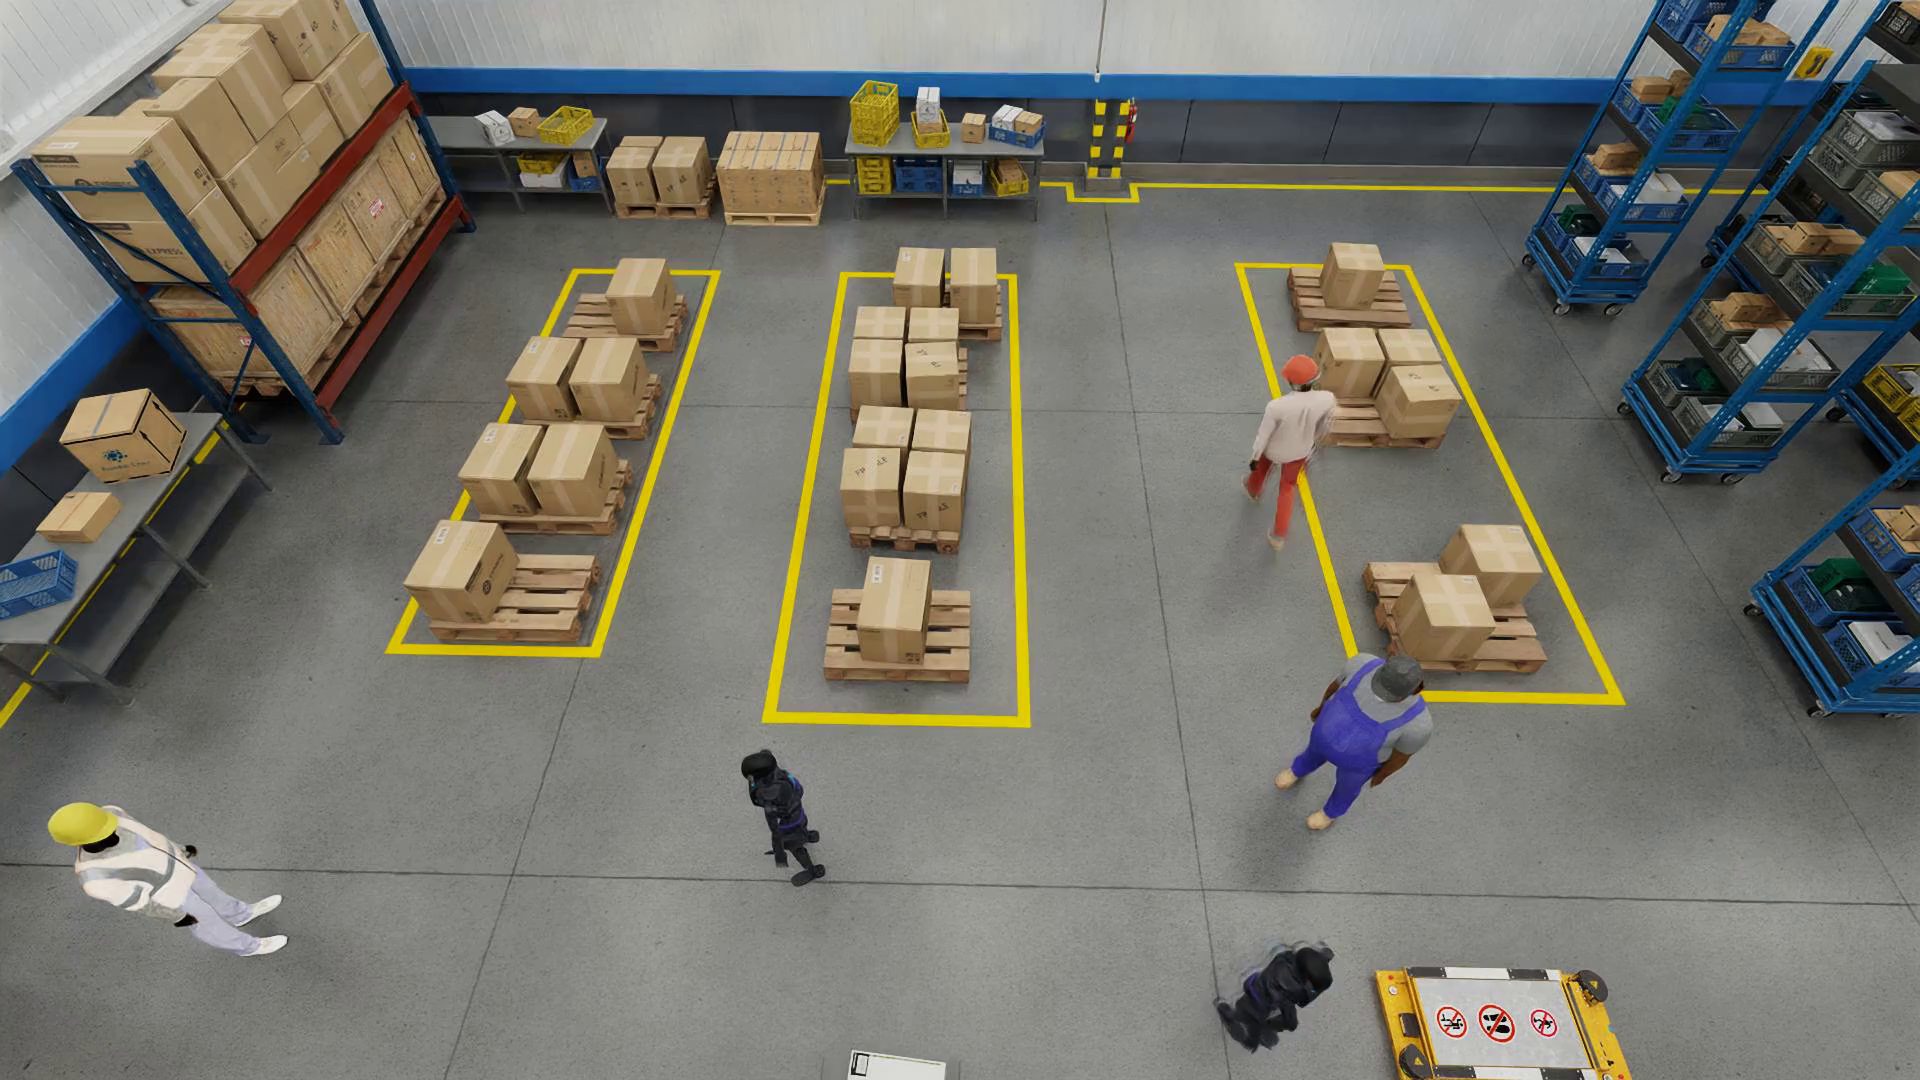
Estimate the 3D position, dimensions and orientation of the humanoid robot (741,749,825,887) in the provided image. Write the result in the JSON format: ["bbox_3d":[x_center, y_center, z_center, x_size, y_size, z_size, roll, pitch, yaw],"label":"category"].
[{"bbox_3d":[-1.175,1.831,6.084,0.341,1.650,0.574,-11,52,-9],"label":"humanoid robot"}]

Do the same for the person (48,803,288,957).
[{"bbox_3d":[-4.903,2.108,5.700,0.379,1.923,0.587,-22,54,-17],"label":"person"}]

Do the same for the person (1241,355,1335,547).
[{"bbox_3d":[2.879,-0.825,8.080,0.636,1.935,0.971,-1,51,-1],"label":"person"}]

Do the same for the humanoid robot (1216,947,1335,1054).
[{"bbox_3d":[1.879,2.703,5.378,0.611,1.640,0.495,-25,55,-19],"label":"humanoid robot"}]

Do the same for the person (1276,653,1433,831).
[{"bbox_3d":[2.657,1.357,6.238,0.535,2.000,0.680,-21,54,-16],"label":"person"}]

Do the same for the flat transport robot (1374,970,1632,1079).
[{"bbox_3d":[3.501,3.133,5.914,1.431,0.197,0.652,1,51,1],"label":"flat transport robot"}]
